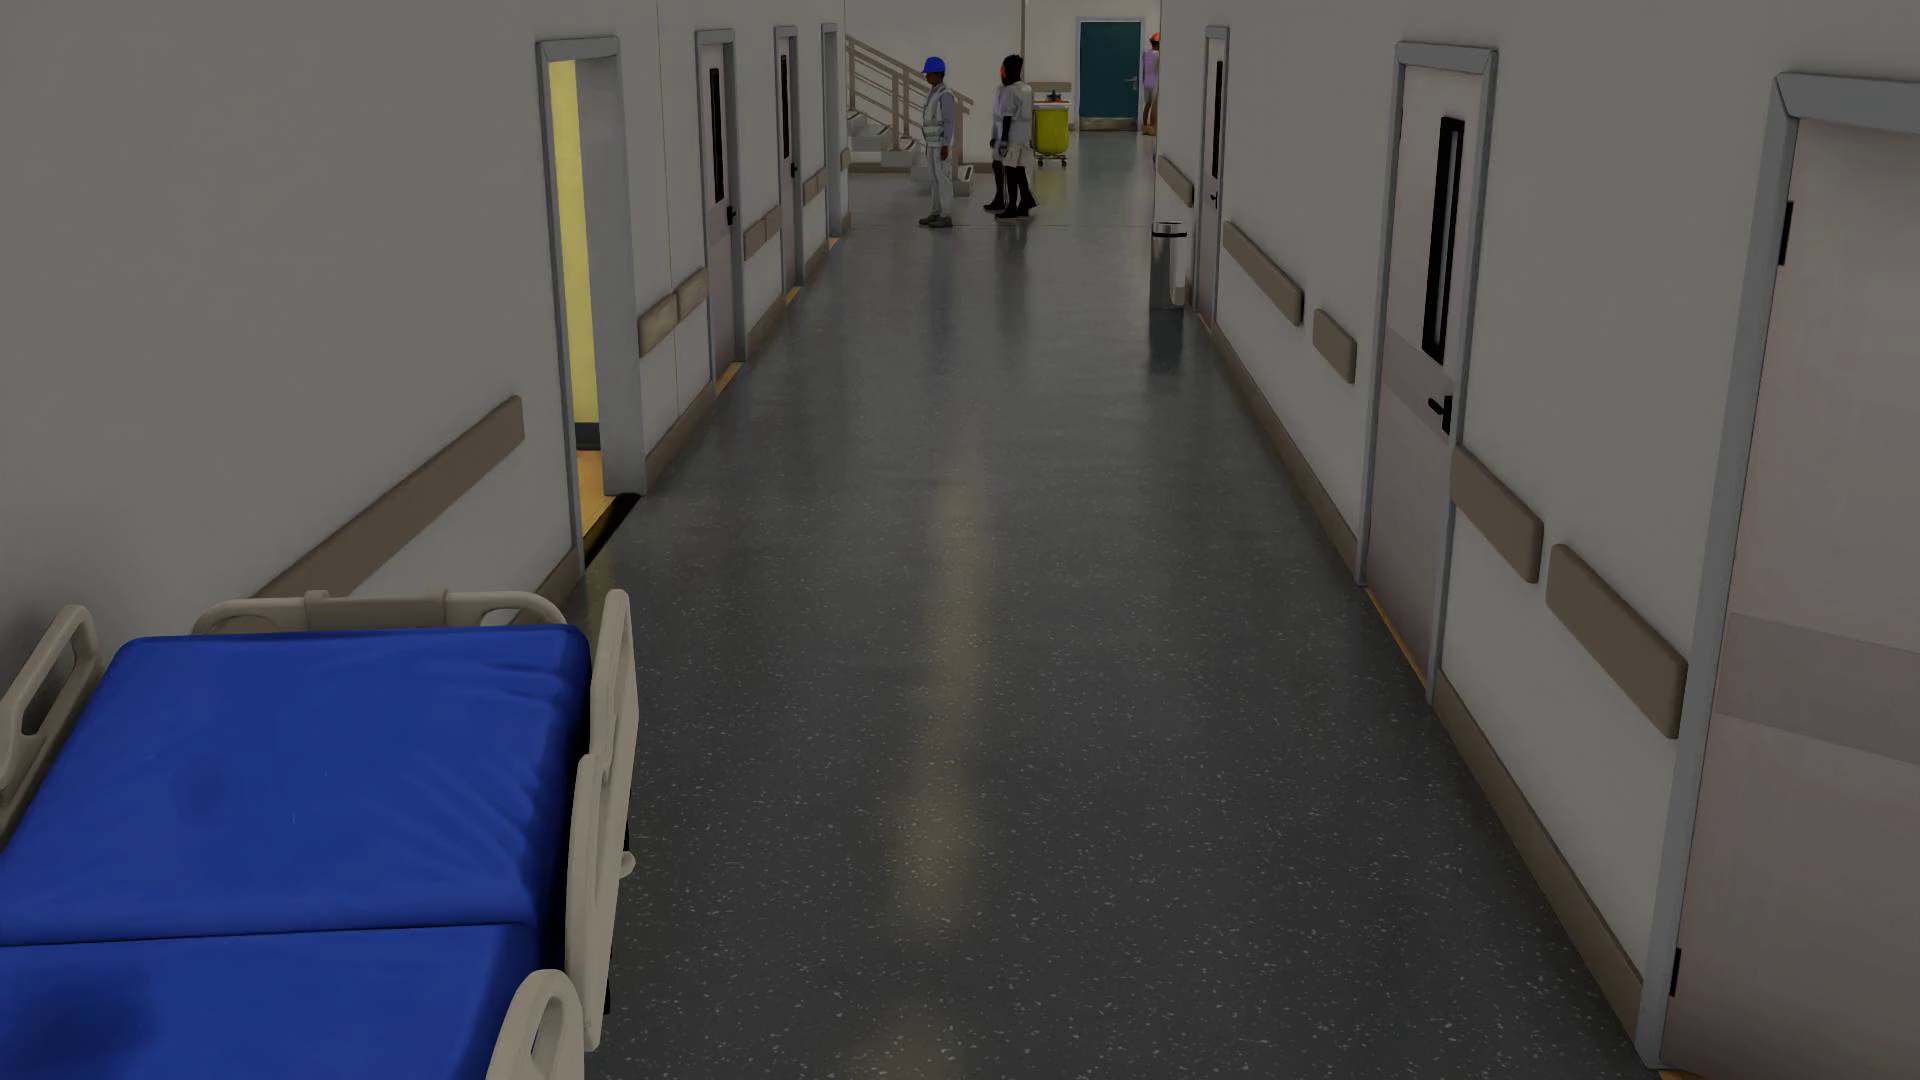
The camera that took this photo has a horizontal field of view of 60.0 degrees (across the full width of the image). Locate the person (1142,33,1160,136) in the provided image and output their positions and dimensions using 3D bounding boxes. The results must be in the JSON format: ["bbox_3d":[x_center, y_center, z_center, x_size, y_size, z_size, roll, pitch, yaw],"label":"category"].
[{"bbox_3d":[3.949,-9.240,33.764,0.409,2.030,0.610,-12,21,-33],"label":"person"}]

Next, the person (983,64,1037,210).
[{"bbox_3d":[0.615,-5.078,20.930,0.449,1.887,0.602,-8,19,-24],"label":"person"}]

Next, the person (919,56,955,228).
[{"bbox_3d":[-0.265,-4.635,19.412,0.396,1.944,0.615,-7,19,-20],"label":"person"}]

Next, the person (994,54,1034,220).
[{"bbox_3d":[0.667,-4.860,20.117,0.386,1.952,0.613,10,20,28],"label":"person"}]
